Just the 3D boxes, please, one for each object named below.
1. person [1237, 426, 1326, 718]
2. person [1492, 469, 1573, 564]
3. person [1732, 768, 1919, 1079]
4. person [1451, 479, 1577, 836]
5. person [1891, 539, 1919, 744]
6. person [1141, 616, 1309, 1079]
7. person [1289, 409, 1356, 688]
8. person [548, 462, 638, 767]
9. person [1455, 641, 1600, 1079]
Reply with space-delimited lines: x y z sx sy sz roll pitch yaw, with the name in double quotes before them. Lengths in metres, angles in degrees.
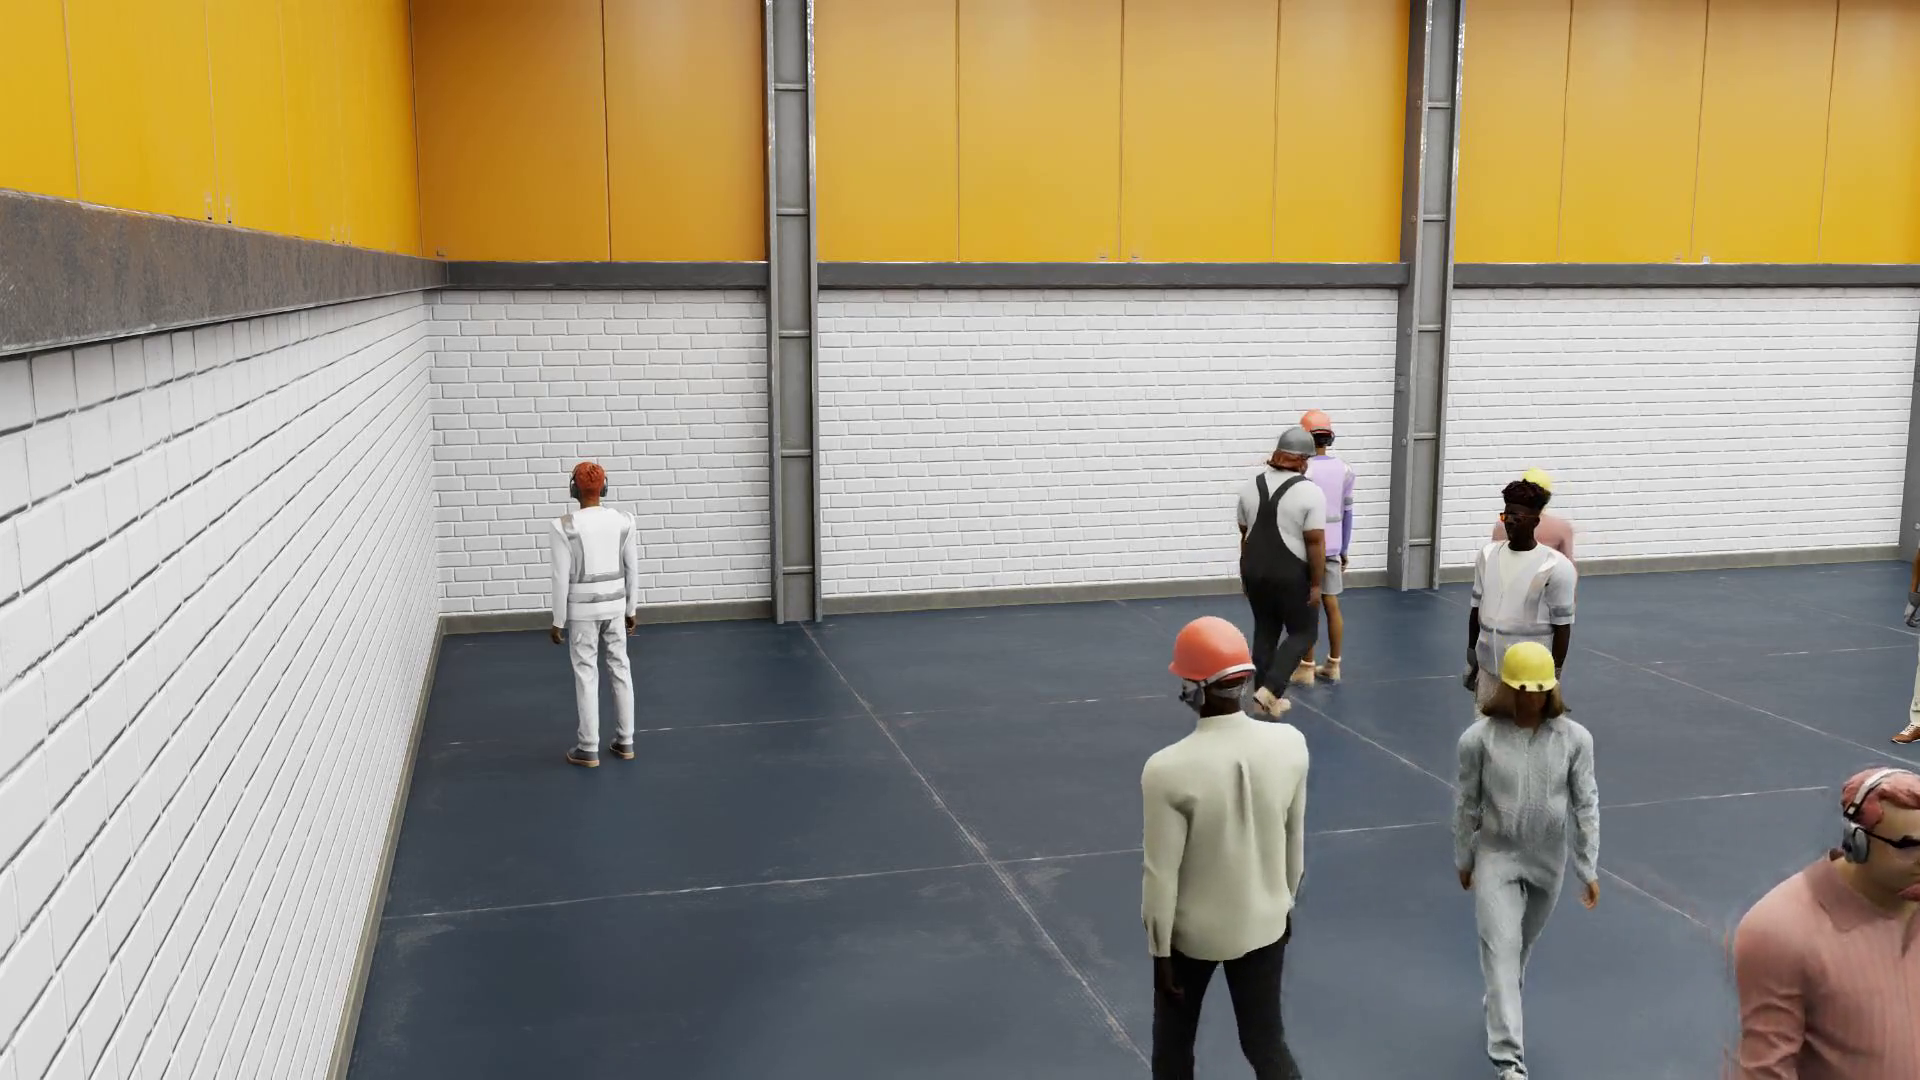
"person" 2.177 0.219 11.252 0.712 2.000 0.632 9 12 43
"person" 3.813 0.376 11.238 0.547 1.717 0.877 0 9 3
"person" 2.153 1.464 3.950 0.661 1.887 0.485 -1 9 -6
"person" 2.921 0.653 8.778 0.367 1.966 0.606 -7 11 -37
"person" 6.275 0.415 10.562 0.328 1.872 0.514 -7 11 -36
"person" 0.871 1.222 5.249 0.624 1.965 0.886 -3 10 -19
"person" 2.597 0.062 12.234 0.611 2.040 0.393 -4 10 -25
"person" -2.255 0.456 10.267 0.575 1.881 0.356 -7 11 -37
"person" 2.104 1.210 6.178 0.495 1.685 0.937 0 9 1
